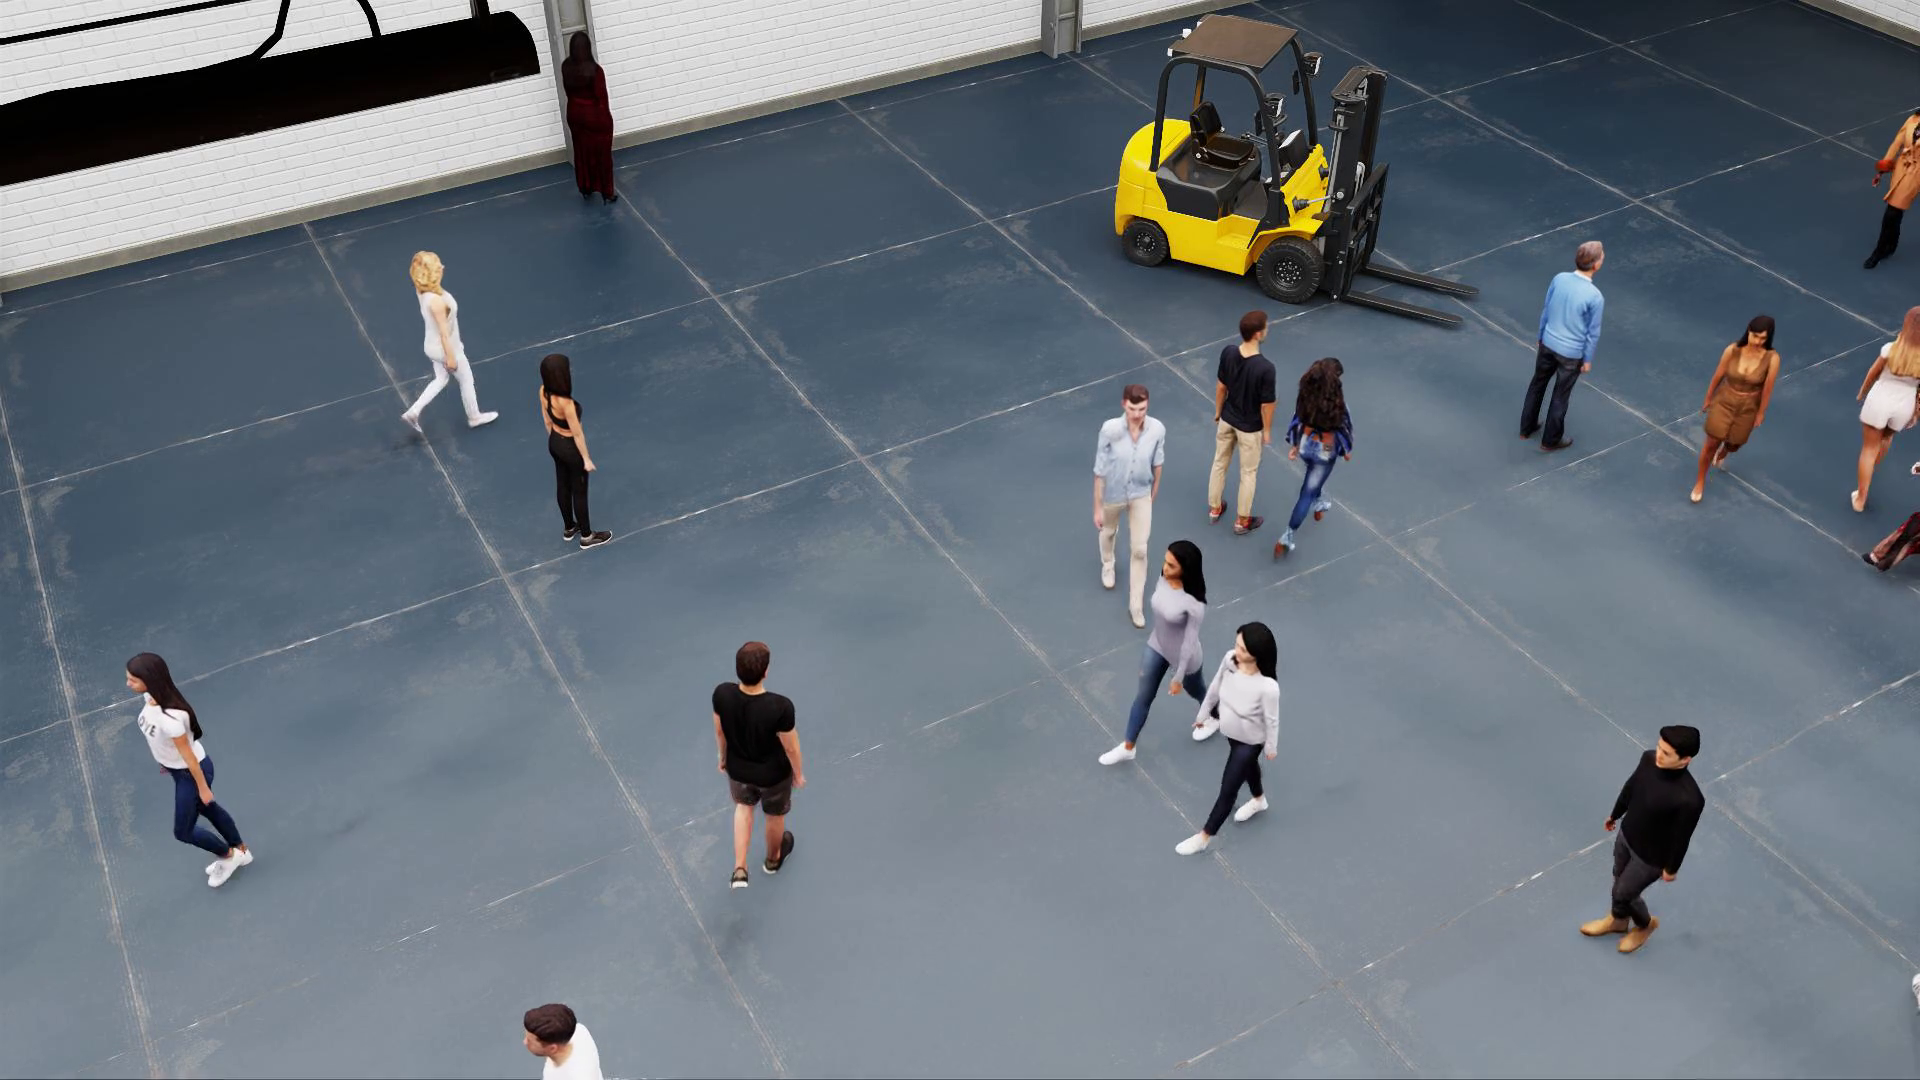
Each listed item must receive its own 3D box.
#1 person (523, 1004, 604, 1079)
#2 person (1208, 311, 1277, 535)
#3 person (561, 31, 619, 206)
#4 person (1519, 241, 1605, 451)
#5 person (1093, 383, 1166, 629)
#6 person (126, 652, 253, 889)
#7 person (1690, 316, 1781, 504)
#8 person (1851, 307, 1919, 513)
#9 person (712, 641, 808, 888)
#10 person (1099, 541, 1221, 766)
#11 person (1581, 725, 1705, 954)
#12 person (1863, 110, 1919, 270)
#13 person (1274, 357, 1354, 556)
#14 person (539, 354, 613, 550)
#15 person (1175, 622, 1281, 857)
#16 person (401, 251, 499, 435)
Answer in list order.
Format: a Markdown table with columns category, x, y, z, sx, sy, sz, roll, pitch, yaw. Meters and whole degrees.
| category | x | y | z | sx | sy | sz | roll | pitch | yaw |
| --- | --- | --- | --- | --- | --- | --- | --- | --- | --- |
| person | -1.633 | 2.766 | 7.849 | 1.201 | 1.814 | 0.902 | -11 | 40 | -13 |
| person | 2.098 | -0.873 | 12.373 | 0.695 | 1.855 | 0.649 | 28 | 46 | 30 |
| person | -3.718 | -4.217 | 16.640 | 0.786 | 1.757 | 0.823 | 16 | 41 | 19 |
| person | 4.820 | -1.562 | 13.267 | 0.572 | 1.817 | 0.672 | -23 | 44 | -26 |
| person | 1.156 | -0.376 | 11.783 | 1.094 | 1.816 | 1.029 | 0 | 39 | 0 |
| person | -4.413 | 1.313 | 9.709 | 0.611 | 1.764 | 0.637 | -26 | 45 | -29 |
| person | 5.943 | -1.033 | 12.727 | 0.812 | 1.663 | 0.925 | 24 | 45 | 27 |
| person | 7.042 | -0.946 | 12.615 | 0.902 | 1.668 | 0.972 | 11 | 40 | 14 |
| person | -1.203 | 1.358 | 9.586 | 0.981 | 1.847 | 1.040 | 9 | 40 | 11 |
| person | 1.451 | 0.709 | 10.521 | 1.154 | 1.694 | 0.631 | -20 | 43 | -23 |
| person | 3.917 | 1.656 | 9.320 | 0.759 | 1.715 | 0.753 | -5 | 39 | -6 |
| person | 8.984 | -3.418 | 15.681 | 0.793 | 1.704 | 0.714 | -16 | 41 | -19 |
| person | 2.594 | -0.589 | 12.239 | 0.789 | 1.579 | 1.108 | 32 | 48 | 33 |
| person | -2.900 | -0.660 | 12.277 | 0.622 | 1.643 | 0.597 | 28 | 46 | 31 |
| person | 1.786 | 1.129 | 10.018 | 0.984 | 1.666 | 0.628 | -20 | 43 | -24 |
| person | -4.240 | -1.546 | 13.381 | 1.002 | 1.649 | 0.652 | -24 | 44 | -27 |
